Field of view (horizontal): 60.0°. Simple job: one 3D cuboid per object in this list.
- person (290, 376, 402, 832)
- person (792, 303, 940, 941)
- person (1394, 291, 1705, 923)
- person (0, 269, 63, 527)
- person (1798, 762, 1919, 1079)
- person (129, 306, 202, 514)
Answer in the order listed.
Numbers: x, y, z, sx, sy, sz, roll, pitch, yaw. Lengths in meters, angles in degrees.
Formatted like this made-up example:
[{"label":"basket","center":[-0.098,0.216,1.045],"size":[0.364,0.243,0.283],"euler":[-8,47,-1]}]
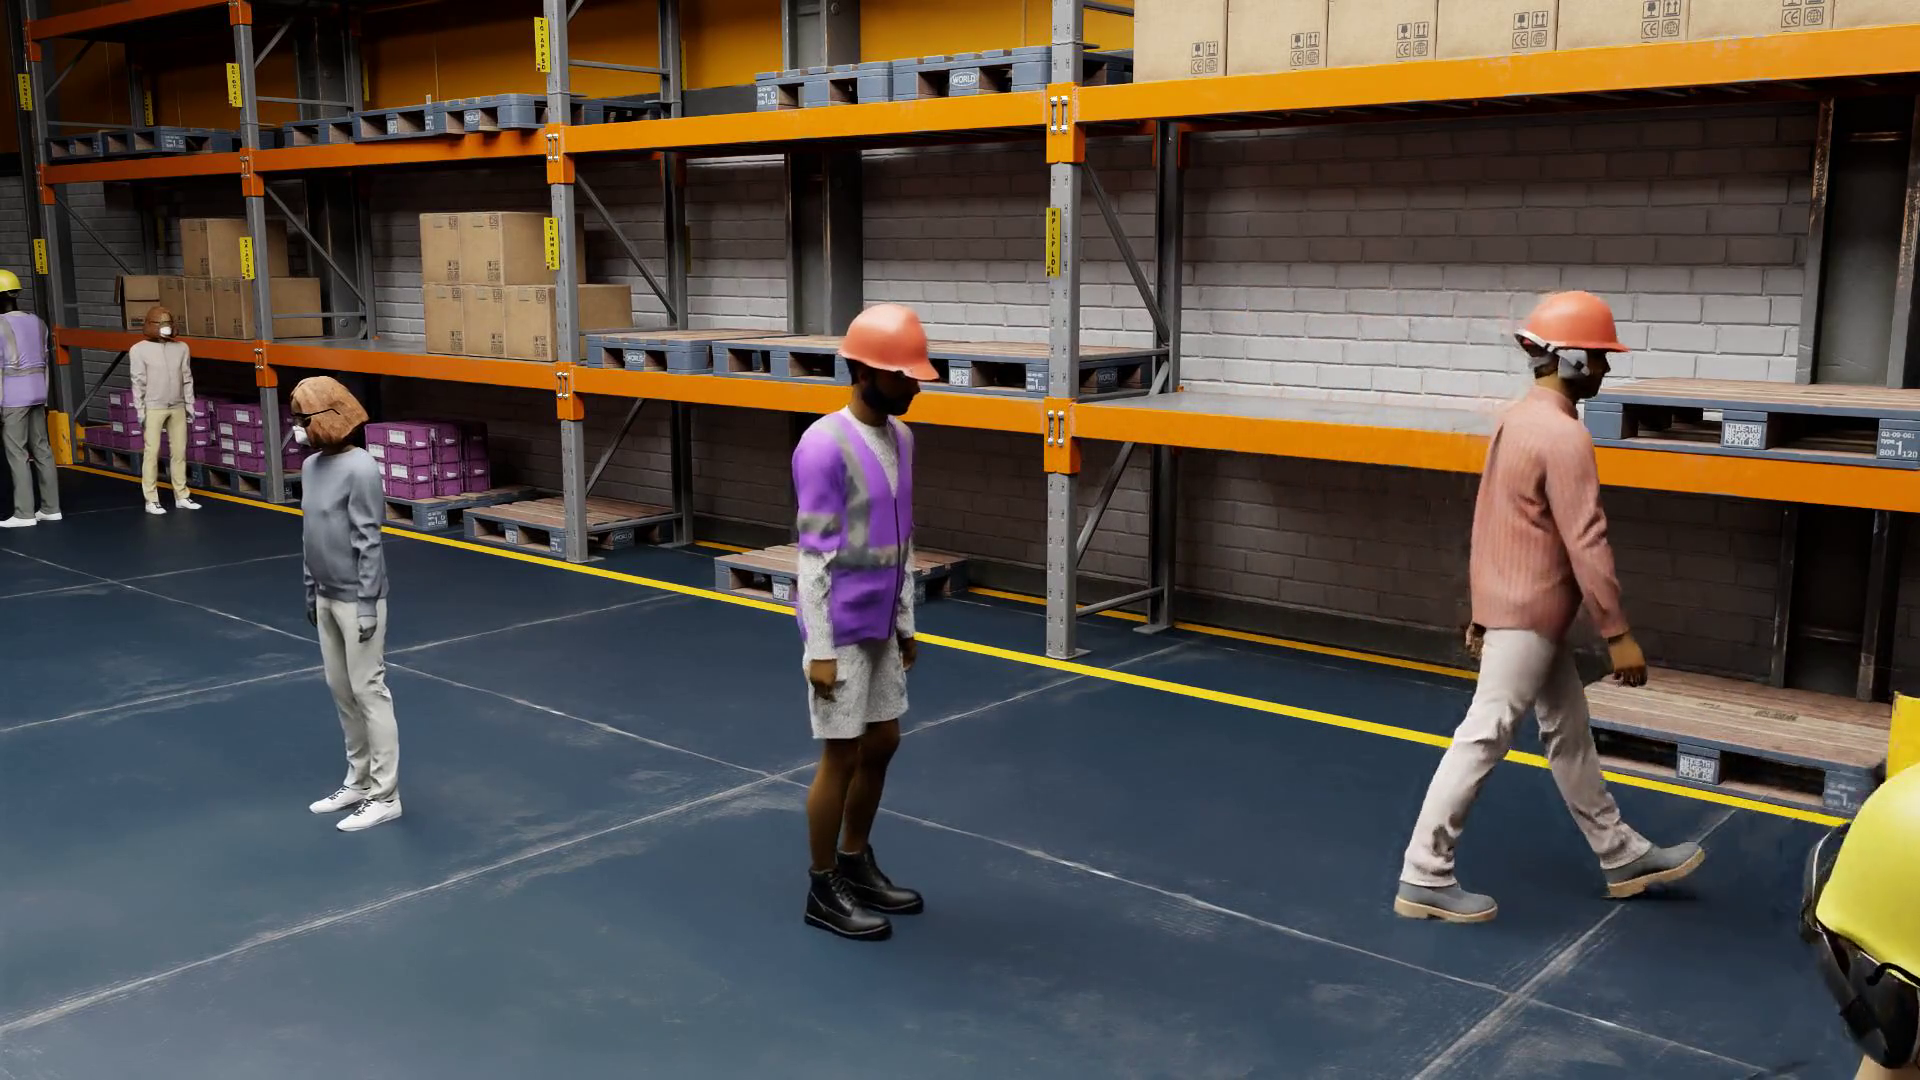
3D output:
[{"label":"person","center":[-2.237,0.221,6.013],"size":[0.503,1.623,0.298],"euler":[9,14,42]},{"label":"person","center":[-0.266,0.252,5.001],"size":[0.444,1.911,0.556],"euler":[5,11,26]},{"label":"person","center":[1.837,0.227,5.067],"size":[1.025,1.938,0.638],"euler":[1,10,6]},{"label":"person","center":[-7.044,-1.052,12.426],"size":[0.396,1.918,0.588],"euler":[2,10,10]},{"label":"person","center":[0.755,1.000,1.286],"size":[0.553,1.712,0.910],"euler":[-3,10,-15]},{"label":"person","center":[-6.249,-1.017,13.065],"size":[0.284,1.625,0.492],"euler":[6,12,32]}]
